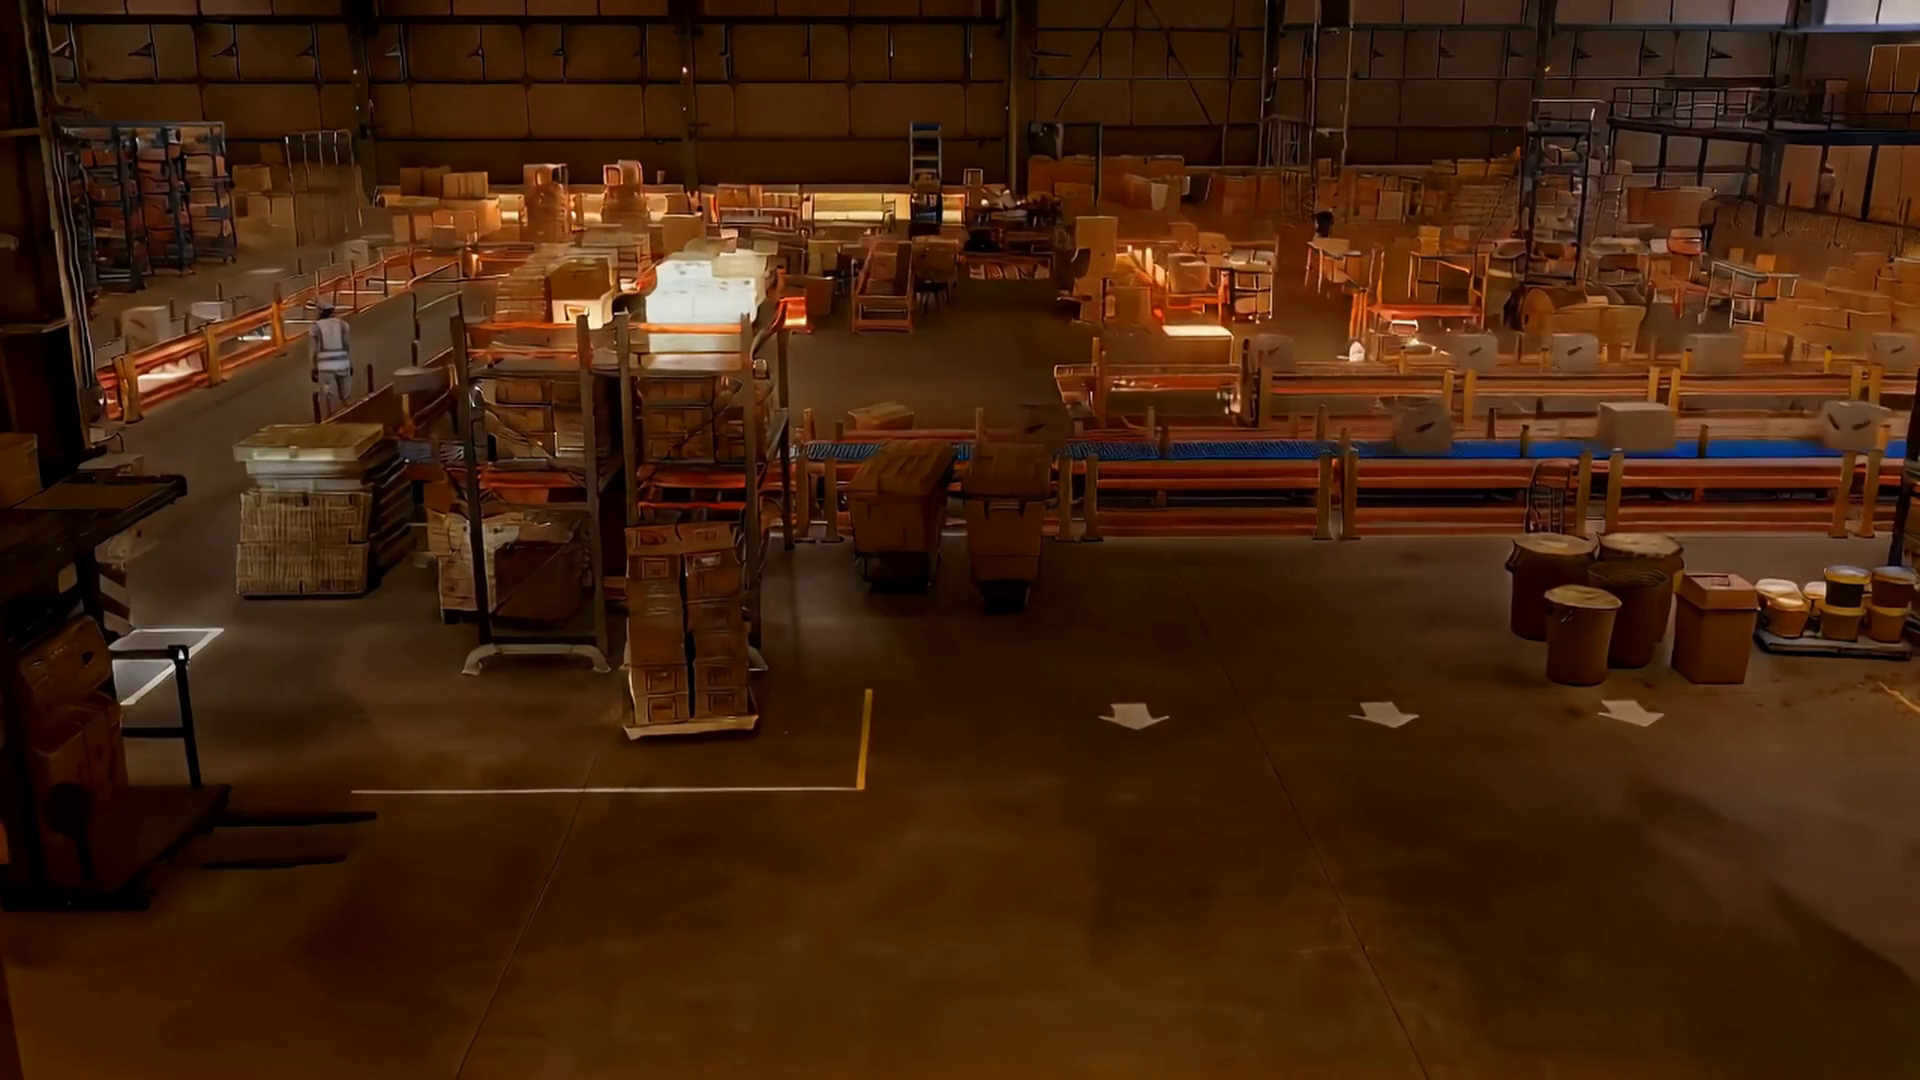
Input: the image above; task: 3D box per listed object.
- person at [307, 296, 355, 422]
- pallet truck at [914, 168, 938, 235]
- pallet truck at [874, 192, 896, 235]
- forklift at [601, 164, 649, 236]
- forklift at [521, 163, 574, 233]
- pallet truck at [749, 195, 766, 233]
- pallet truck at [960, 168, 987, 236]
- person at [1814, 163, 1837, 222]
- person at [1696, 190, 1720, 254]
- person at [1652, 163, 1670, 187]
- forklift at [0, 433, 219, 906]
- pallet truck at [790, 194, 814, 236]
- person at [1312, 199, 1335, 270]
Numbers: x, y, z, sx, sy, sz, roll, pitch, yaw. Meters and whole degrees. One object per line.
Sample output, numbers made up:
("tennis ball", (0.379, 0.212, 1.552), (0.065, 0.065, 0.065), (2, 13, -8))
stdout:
("person", (-8.725, -2.415, 23.131), (0.601, 1.948, 0.386), (-12, 20, -36))
("pallet truck", (-0.989, -10.316, 50.507), (0.823, 1.965, 1.885), (1, 16, 3))
("pallet truck", (-2.277, -9.986, 50.594), (0.653, 1.274, 1.630), (0, 16, -1))
("forklift", (-9.948, -10.127, 49.296), (1.157, 1.987, 2.680), (-1, 16, -3))
("forklift", (-12.233, -10.122, 49.298), (1.157, 1.987, 2.680), (0, 16, -1))
("pallet truck", (-6.051, -9.967, 50.660), (0.680, 1.201, 1.601), (0, 16, -1))
("pallet truck", (0.383, -10.230, 50.206), (0.823, 1.965, 1.885), (-1, 16, -3))
("person", (28.261, -11.314, 54.185), (0.613, 1.883, 0.953), (-2, 16, -7))
("person", (20.128, -8.545, 44.815), (0.537, 1.741, 0.746), (5, 17, 18))
("person", (22.929, -11.380, 54.409), (0.355, 1.882, 0.575), (-12, 20, -36))
("forklift", (-5.952, 0.780, 10.366), (1.873, 2.768, 1.129), (0, 16, -1))
("pallet truck", (-4.814, -9.883, 50.259), (0.704, 1.261, 1.522), (-1, 16, -3))
("person", (8.859, -7.328, 40.376), (0.526, 1.853, 0.448), (14, 21, 39))
